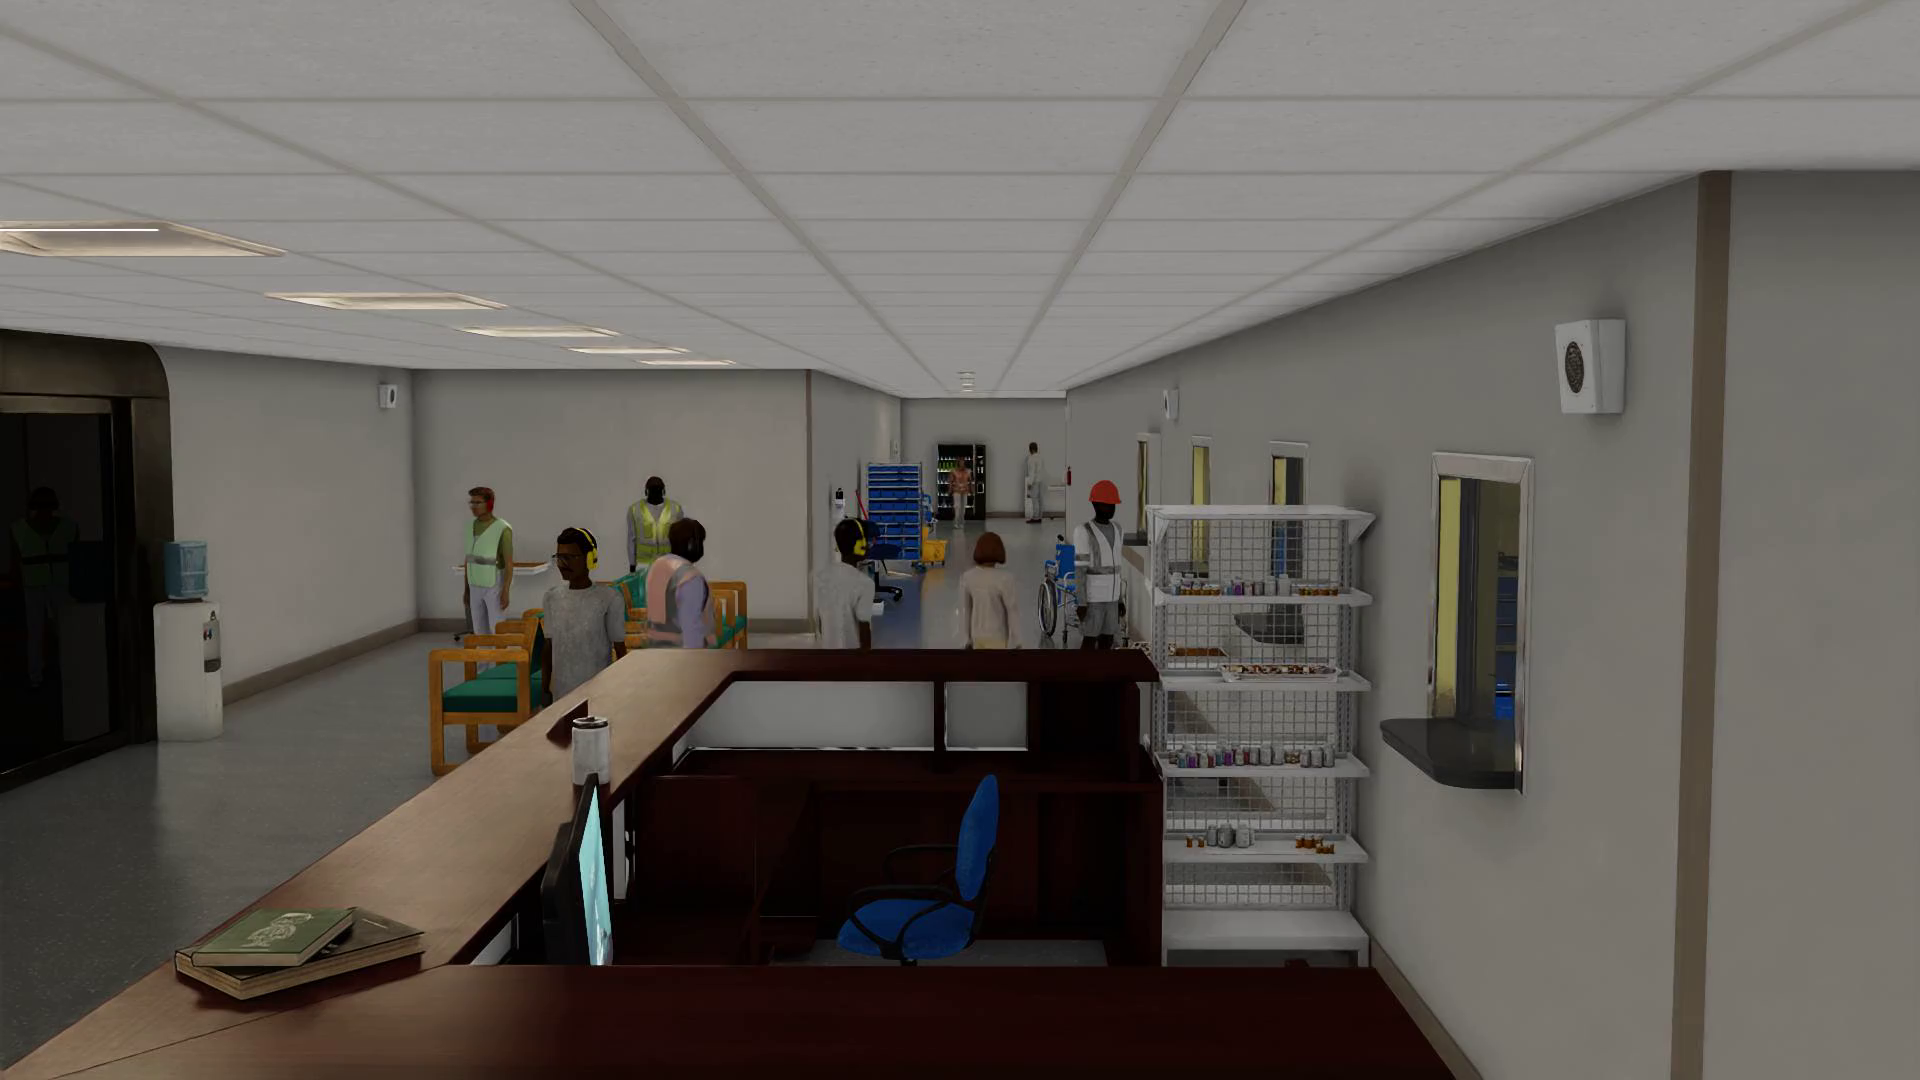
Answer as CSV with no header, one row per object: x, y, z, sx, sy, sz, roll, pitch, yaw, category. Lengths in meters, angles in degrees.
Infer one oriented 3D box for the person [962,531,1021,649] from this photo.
0.201,0.738,12.358,0.740,1.606,0.510,-4,6,-43,person

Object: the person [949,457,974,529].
0.048,-1.040,37.131,0.534,1.618,0.561,-2,4,-24,person

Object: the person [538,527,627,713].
-2.000,0.865,8.770,0.535,1.864,0.312,1,4,18,person

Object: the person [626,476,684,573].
-3.301,0.221,18.068,0.620,1.835,0.431,-1,4,-15,person

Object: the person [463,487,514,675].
-4.210,0.442,14.858,0.570,1.840,0.373,3,5,33,person

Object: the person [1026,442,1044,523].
1.770,-1.354,39.423,0.374,1.936,0.627,2,5,26,person

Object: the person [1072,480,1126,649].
1.186,0.471,13.798,0.551,1.934,0.373,-4,6,-43,person
